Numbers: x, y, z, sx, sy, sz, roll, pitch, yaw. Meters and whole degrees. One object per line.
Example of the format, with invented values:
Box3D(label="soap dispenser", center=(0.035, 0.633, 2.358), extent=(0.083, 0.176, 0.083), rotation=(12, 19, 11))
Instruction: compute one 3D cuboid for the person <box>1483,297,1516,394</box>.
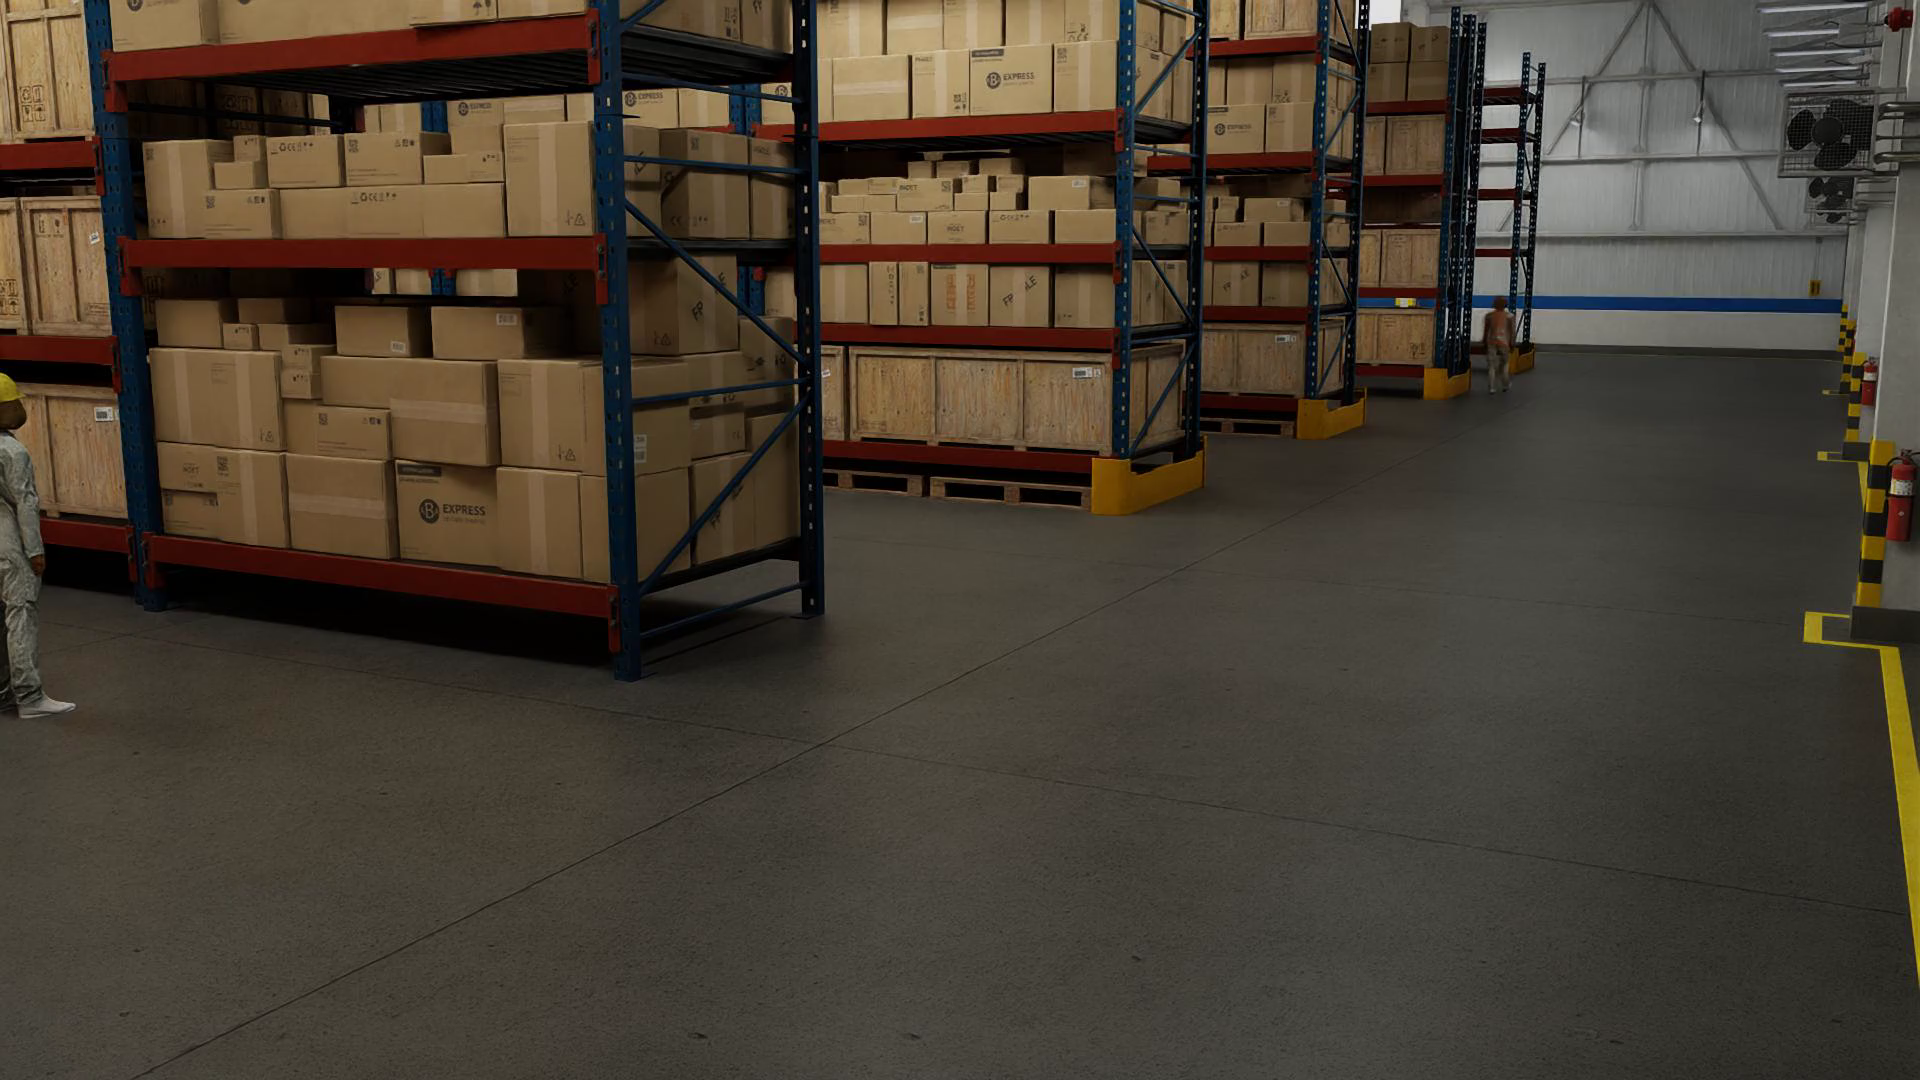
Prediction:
Box3D(label="person", center=(8.992, -3.243, 27.707), extent=(0.541, 1.591, 0.831), rotation=(6, 11, 29))

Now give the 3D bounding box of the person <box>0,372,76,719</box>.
Box3D(label="person", center=(-4.778, 0.027, 8.371), extent=(0.488, 1.746, 0.287), rotation=(5, 11, 27))
